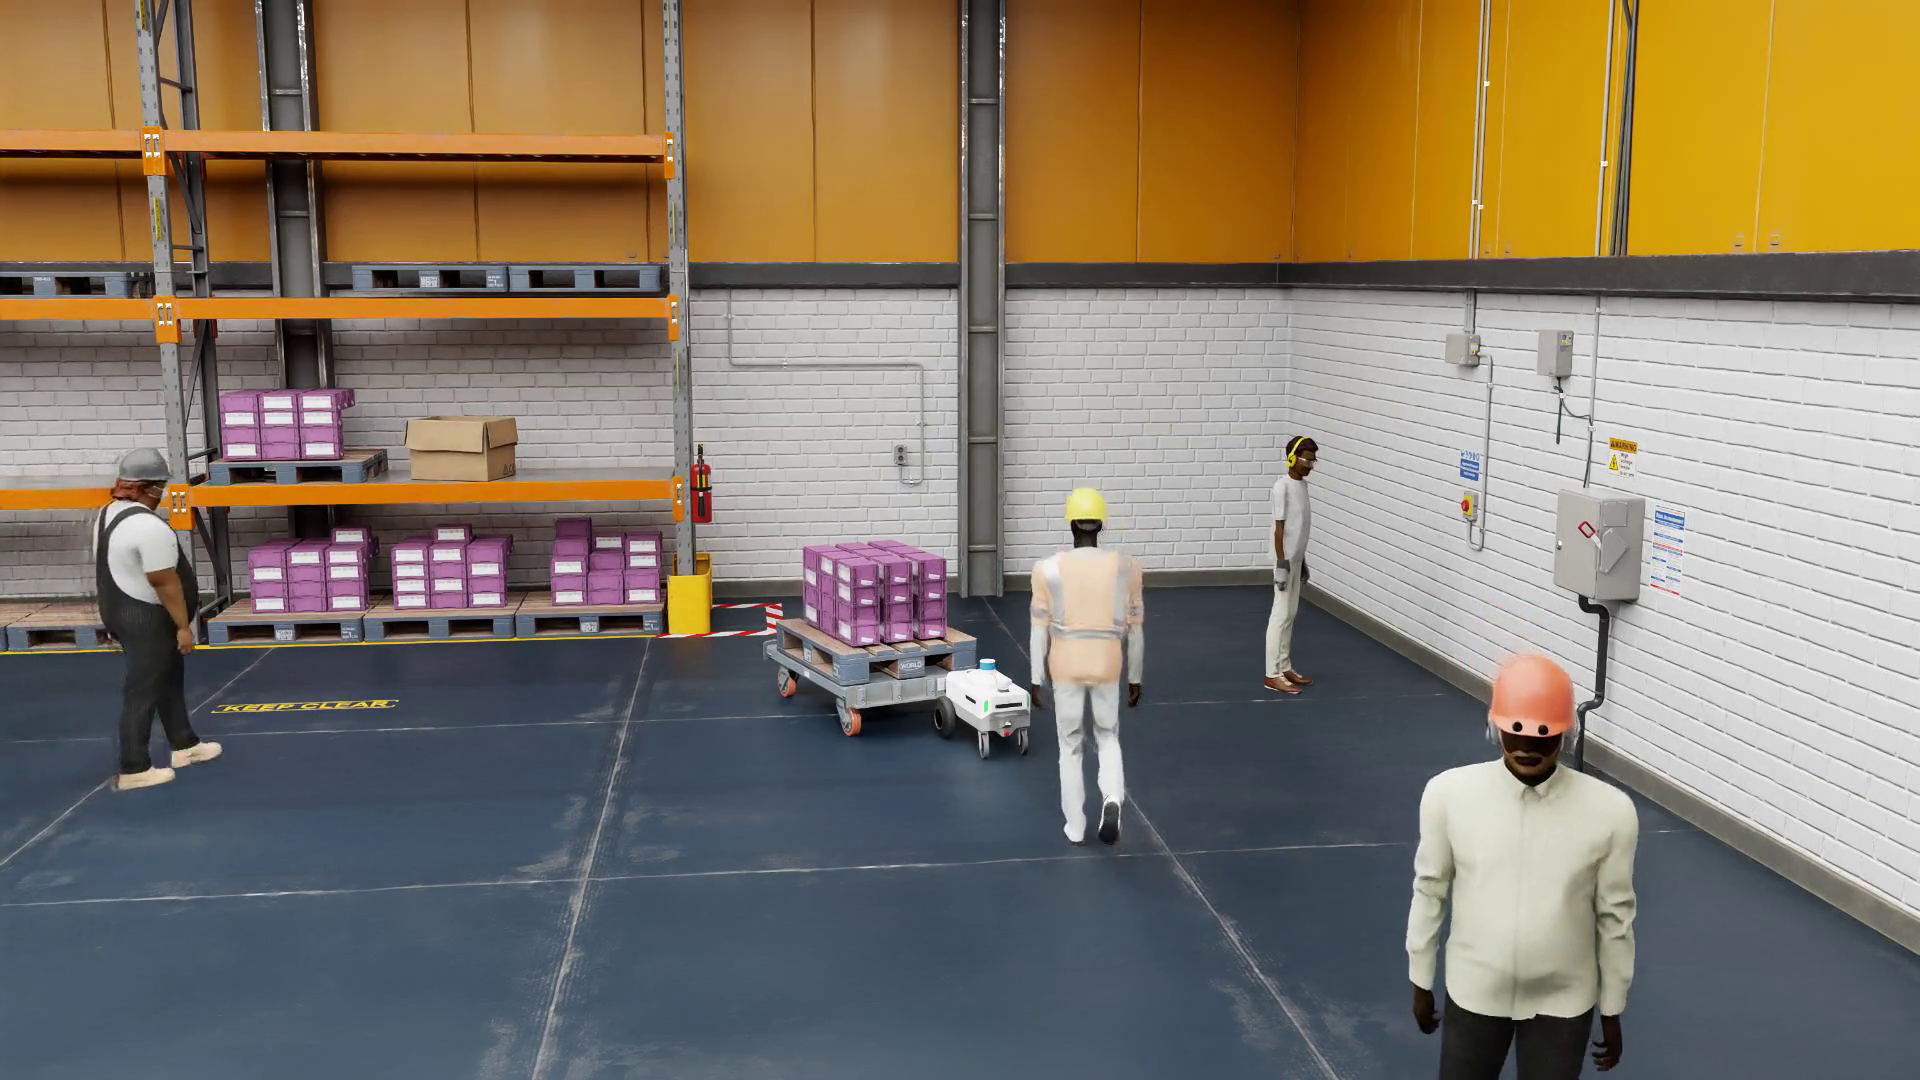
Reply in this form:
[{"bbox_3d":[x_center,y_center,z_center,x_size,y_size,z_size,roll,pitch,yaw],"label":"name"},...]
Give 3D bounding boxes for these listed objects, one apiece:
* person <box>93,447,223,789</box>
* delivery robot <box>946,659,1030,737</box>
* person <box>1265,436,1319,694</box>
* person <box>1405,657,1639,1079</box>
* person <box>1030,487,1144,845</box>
[{"bbox_3d":[-4.746,0.428,9.950,0.704,2.000,0.843,9,13,43],"label":"person"},{"bbox_3d":[0.176,1.007,10.664,0.477,0.478,0.707,-3,10,-21],"label":"delivery robot"},{"bbox_3d":[2.427,0.167,12.132,0.335,1.864,0.519,5,11,31],"label":"person"},{"bbox_3d":[1.624,1.280,4.852,0.623,1.977,0.676,3,10,17],"label":"person"},{"bbox_3d":[0.666,0.685,8.729,0.596,1.913,0.585,-1,9,-3],"label":"person"}]
